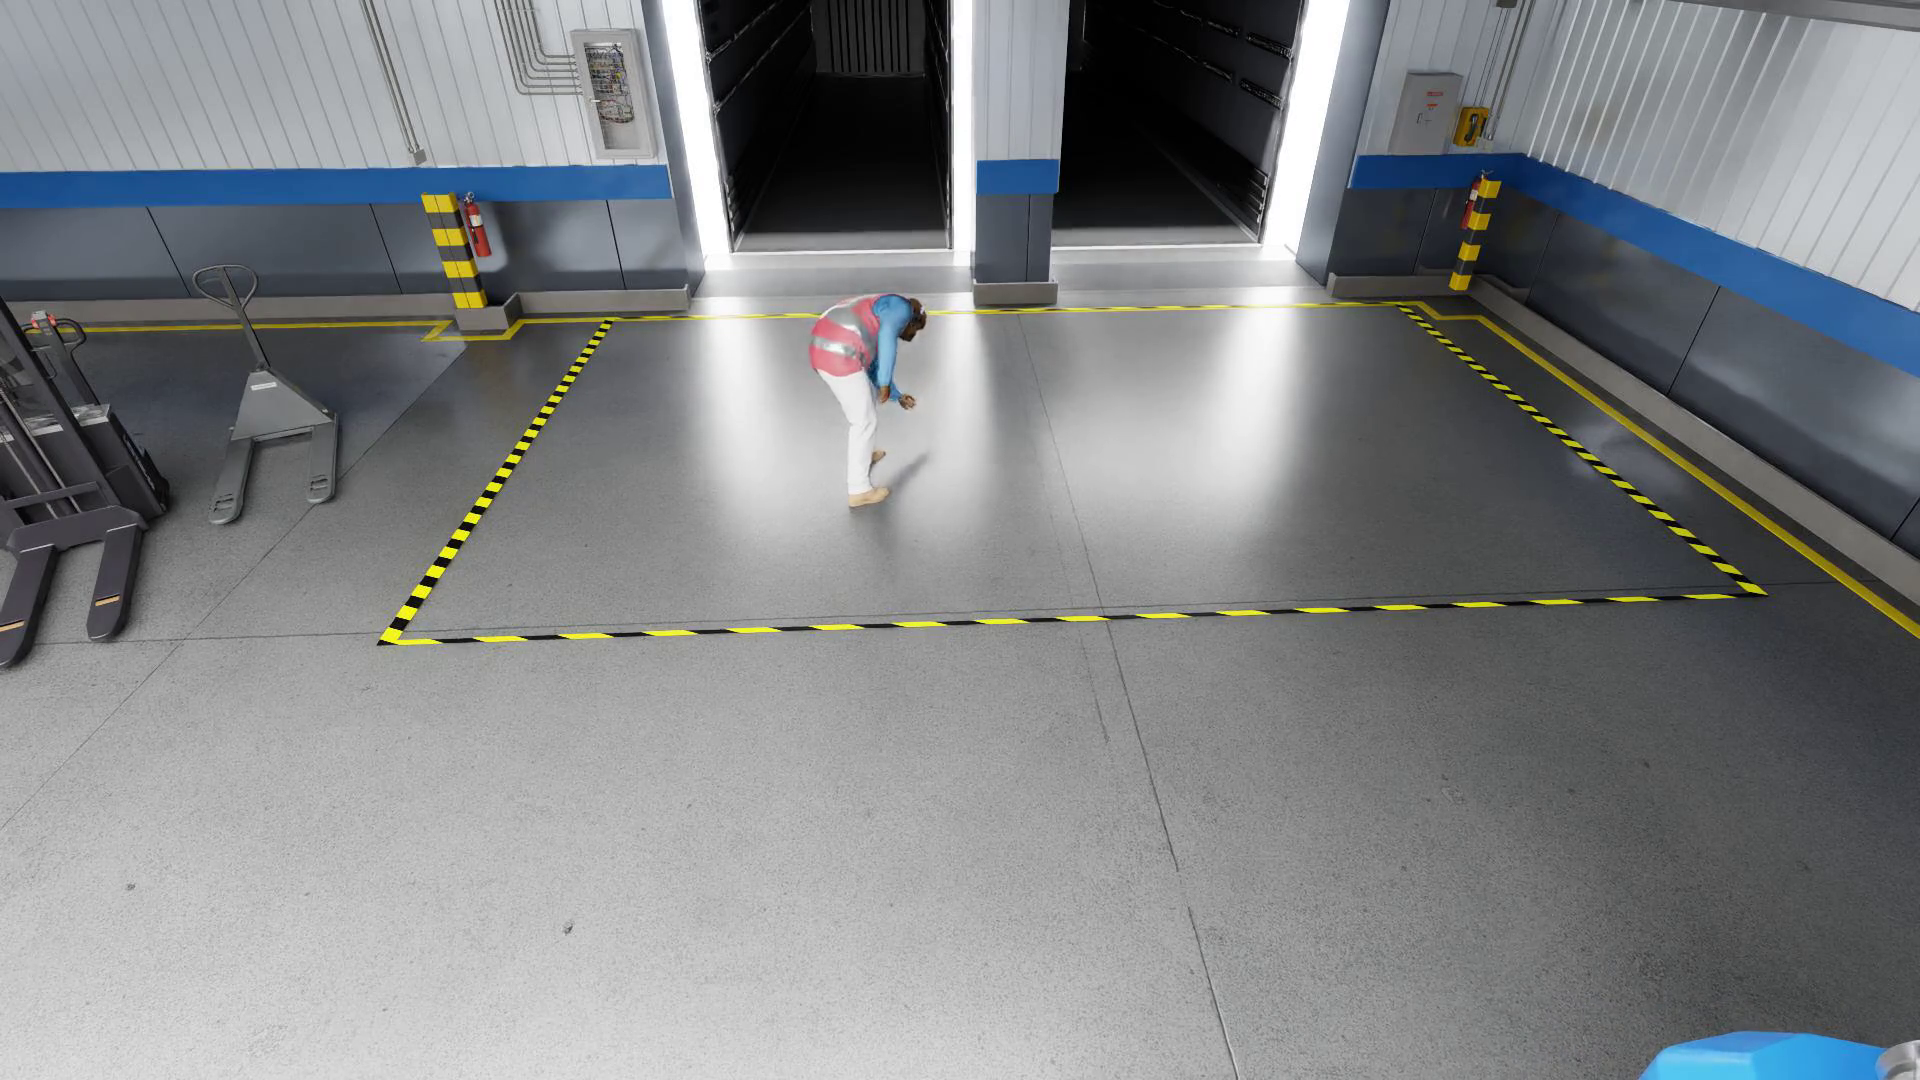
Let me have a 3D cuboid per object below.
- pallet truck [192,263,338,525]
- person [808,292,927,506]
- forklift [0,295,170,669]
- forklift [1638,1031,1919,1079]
[{"bbox_3d":[-4.778,-1.027,6.128,0.680,1.201,1.601,-17,38,-23],"label":"pallet truck"},{"bbox_3d":[-0.545,-1.002,6.098,0.871,1.275,0.869,-11,36,-15],"label":"person"},{"bbox_3d":[-5.212,-0.618,4.878,0.823,1.965,1.885,-20,39,-26],"label":"forklift"},{"bbox_3d":[2.856,1.540,1.466,2.680,2.036,1.157,11,36,16],"label":"forklift"}]
